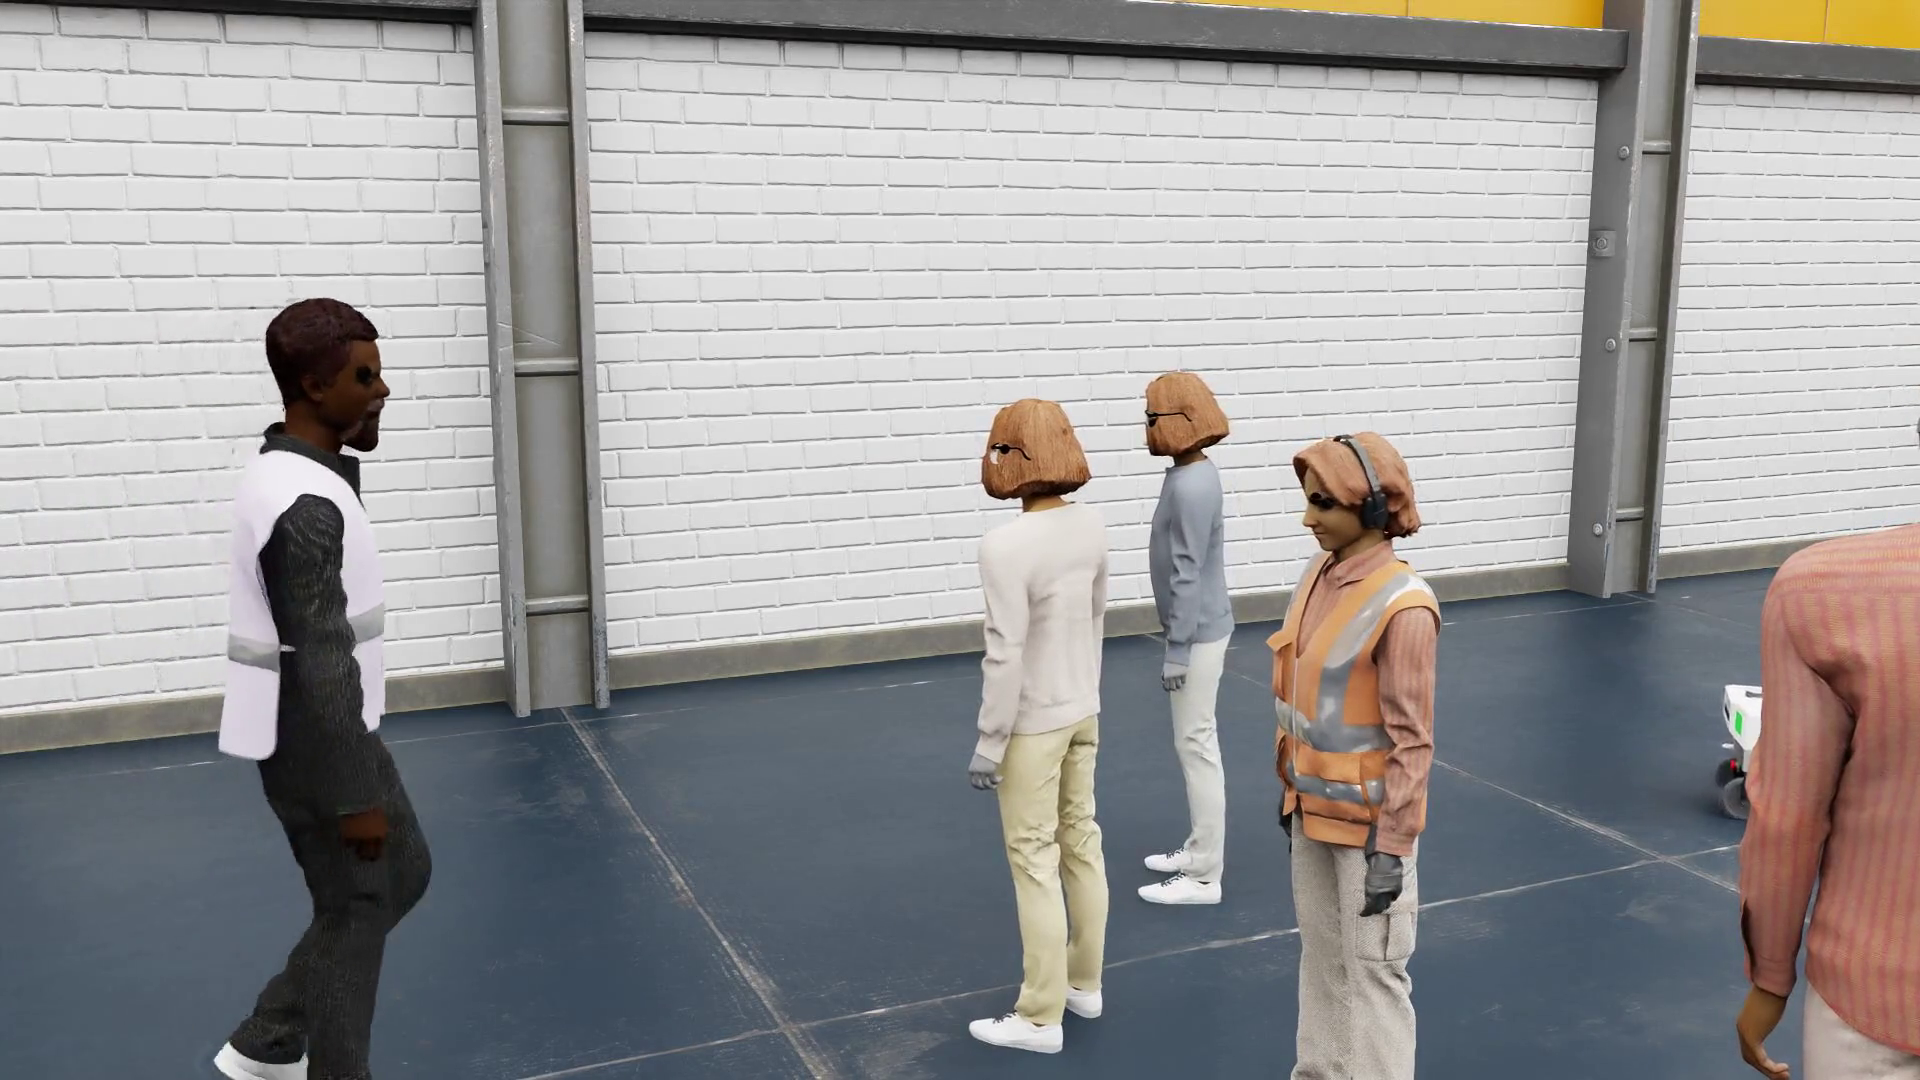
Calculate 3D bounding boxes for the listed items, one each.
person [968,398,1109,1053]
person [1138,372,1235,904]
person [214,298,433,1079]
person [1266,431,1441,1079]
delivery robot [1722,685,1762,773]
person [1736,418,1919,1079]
[{"bbox_3d":[0.197,0.465,4.163,0.279,1.632,0.502,7,13,35],"label":"person"},{"bbox_3d":[0.693,0.299,5.104,0.288,1.623,0.494,1,10,6],"label":"person"},{"bbox_3d":[-1.359,0.436,3.594,0.442,1.900,0.610,-4,11,-21],"label":"person"},{"bbox_3d":[0.810,0.588,3.476,0.309,1.638,0.513,-2,11,-13],"label":"person"},{"bbox_3d":[3.047,0.662,5.792,0.707,0.478,0.477,4,11,19],"label":"delivery robot"},{"bbox_3d":[1.394,0.623,2.291,0.612,1.997,0.376,4,11,23],"label":"person"}]
